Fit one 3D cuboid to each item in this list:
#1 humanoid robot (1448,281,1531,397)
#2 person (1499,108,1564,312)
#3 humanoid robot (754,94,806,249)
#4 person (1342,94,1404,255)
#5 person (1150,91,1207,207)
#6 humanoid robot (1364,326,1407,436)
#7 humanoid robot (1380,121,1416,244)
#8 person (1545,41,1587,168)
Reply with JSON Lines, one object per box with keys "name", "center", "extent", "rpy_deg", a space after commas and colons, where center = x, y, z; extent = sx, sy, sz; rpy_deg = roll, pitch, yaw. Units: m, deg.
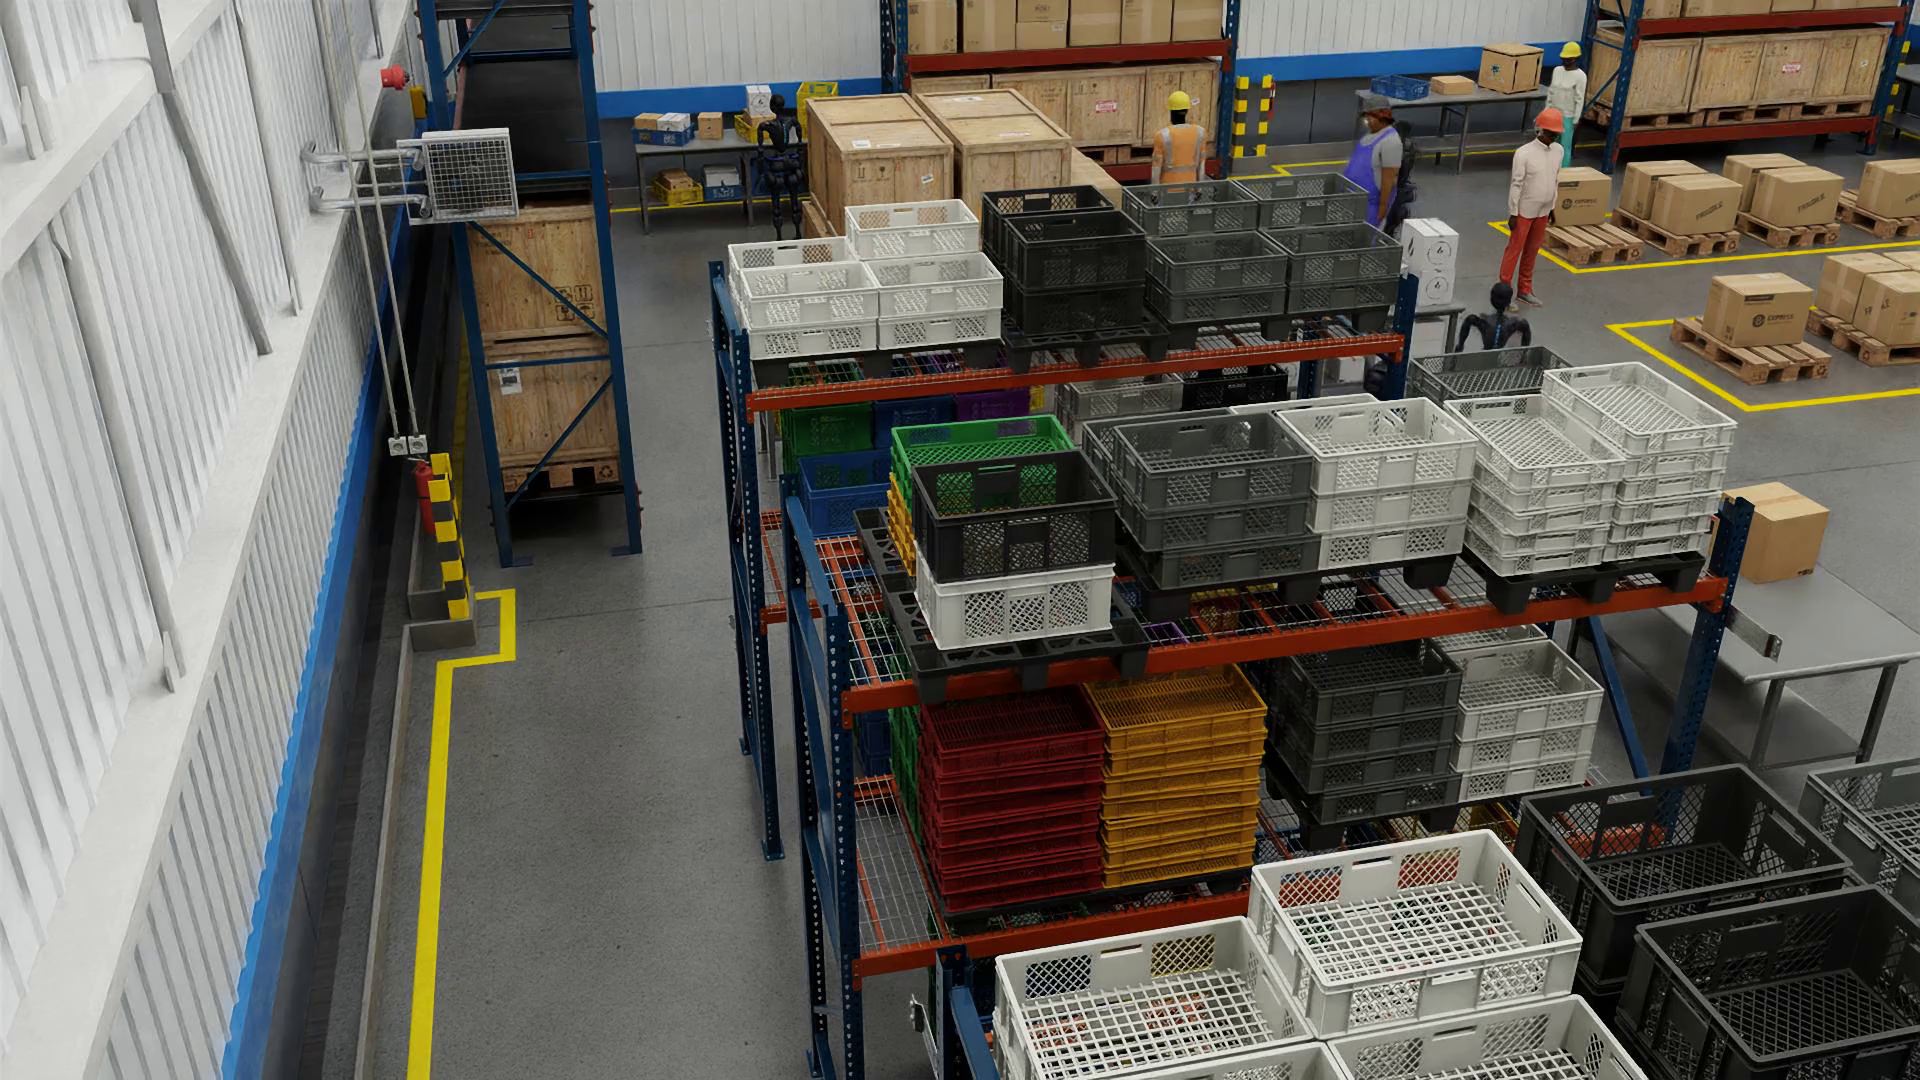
{"name": "humanoid robot", "center": [4.049, -1.204, 12.812], "extent": [0.635, 1.643, 0.339], "rpy_deg": [6, 28, 11]}
{"name": "person", "center": [5.632, -3.249, 16.361], "extent": [0.609, 1.994, 0.376], "rpy_deg": [-14, 31, -25]}
{"name": "humanoid robot", "center": [-1.959, -4.039, 18.183], "extent": [0.595, 1.657, 0.326], "rpy_deg": [-16, 32, -27]}
{"name": "person", "center": [4.106, -3.495, 16.780], "extent": [0.557, 2.000, 0.723], "rpy_deg": [-7, 29, -13]}
{"name": "person", "center": [2.239, -3.679, 17.264], "extent": [0.587, 1.920, 0.400], "rpy_deg": [-8, 29, -15]}
{"name": "humanoid robot", "center": [3.003, -0.741, 11.929], "extent": [0.322, 1.655, 0.604], "rpy_deg": [16, 32, 28]}
{"name": "humanoid robot", "center": [4.467, -3.506, 17.186], "extent": [0.383, 1.646, 0.684], "rpy_deg": [1, 28, 2]}
{"name": "person", "center": [7.341, -5.182, 20.279], "extent": [0.336, 1.760, 0.528], "rpy_deg": [-14, 31, -25]}
